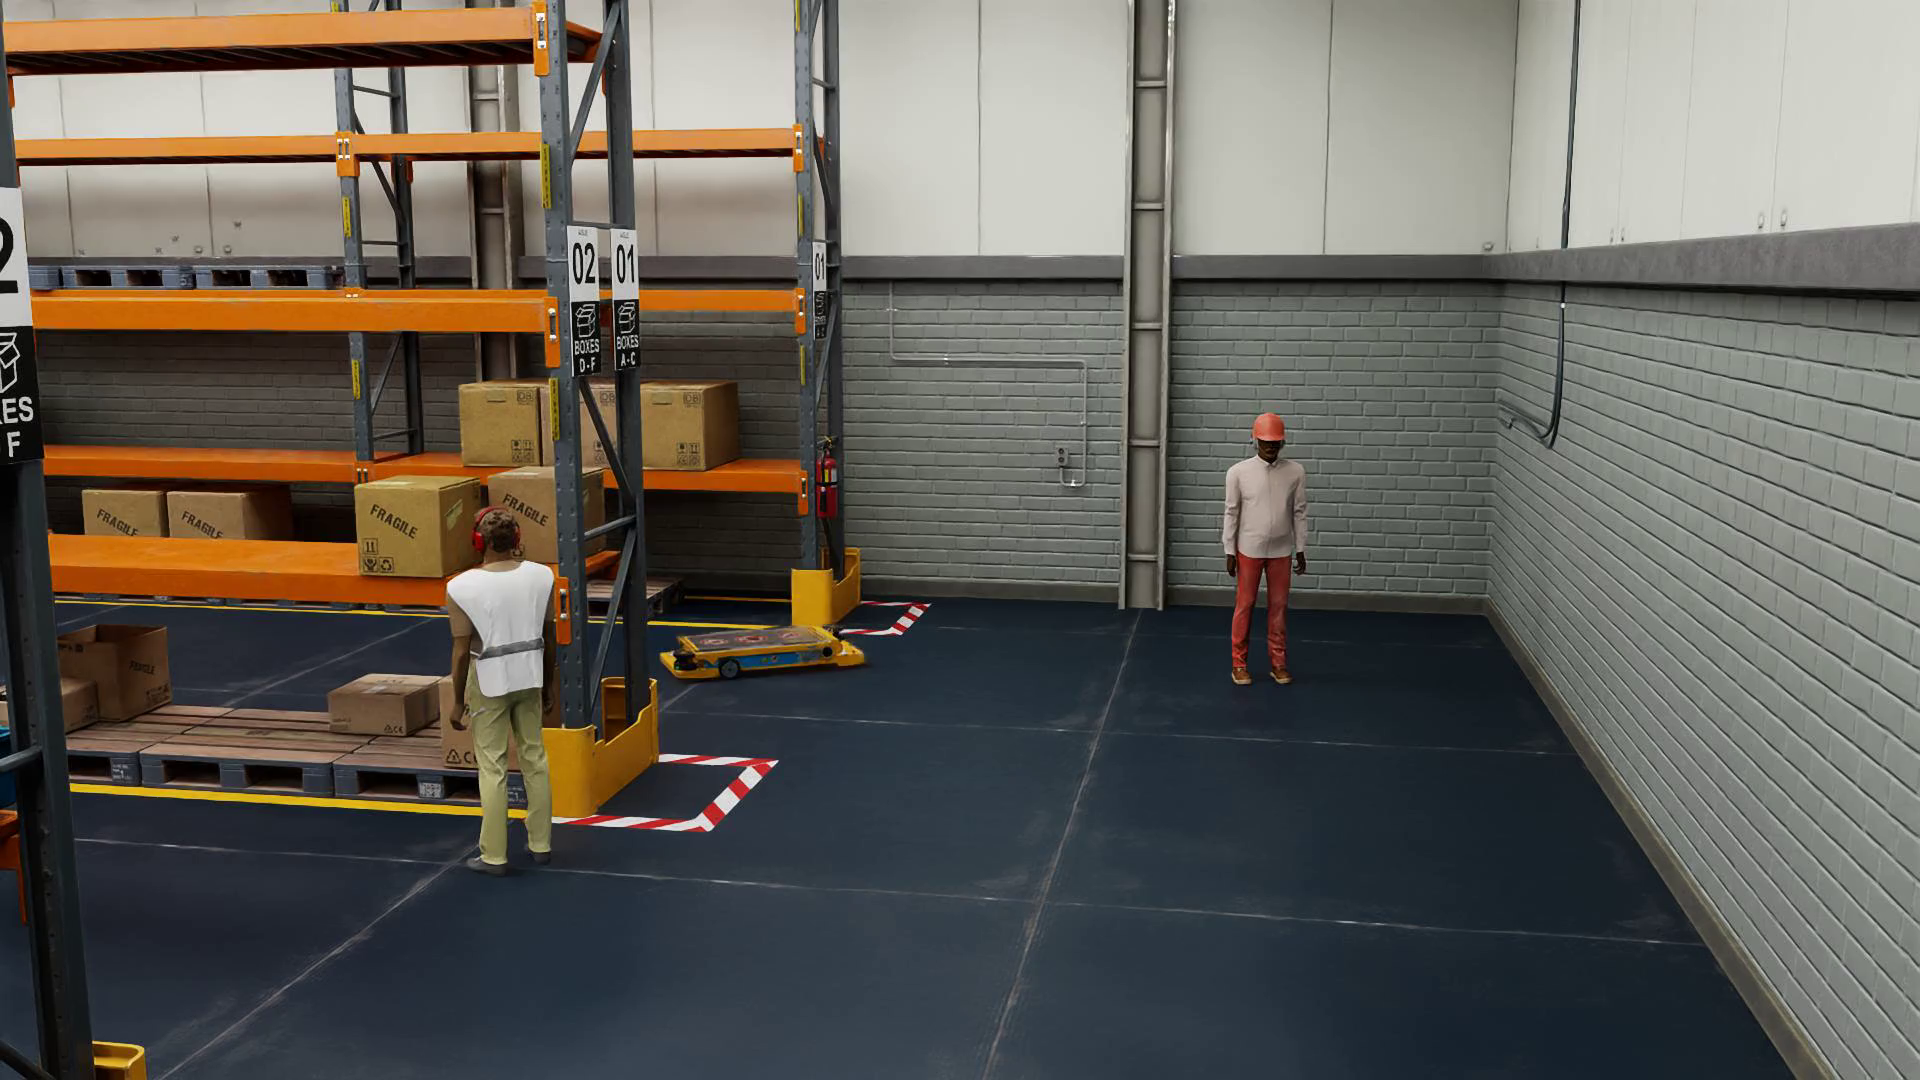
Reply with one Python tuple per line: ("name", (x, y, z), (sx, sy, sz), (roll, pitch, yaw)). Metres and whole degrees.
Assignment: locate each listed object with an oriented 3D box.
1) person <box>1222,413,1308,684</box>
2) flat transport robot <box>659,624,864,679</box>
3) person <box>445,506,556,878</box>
("person", (2.213, 0.069, 12.043), (0.622, 1.987, 0.406), (-2, 9, -10))
("flat transport robot", (-1.503, 0.834, 12.586), (1.431, 0.197, 0.652), (-4, 10, -21))
("person", (-2.250, 0.750, 8.230), (0.567, 1.847, 0.389), (-8, 12, -42))
